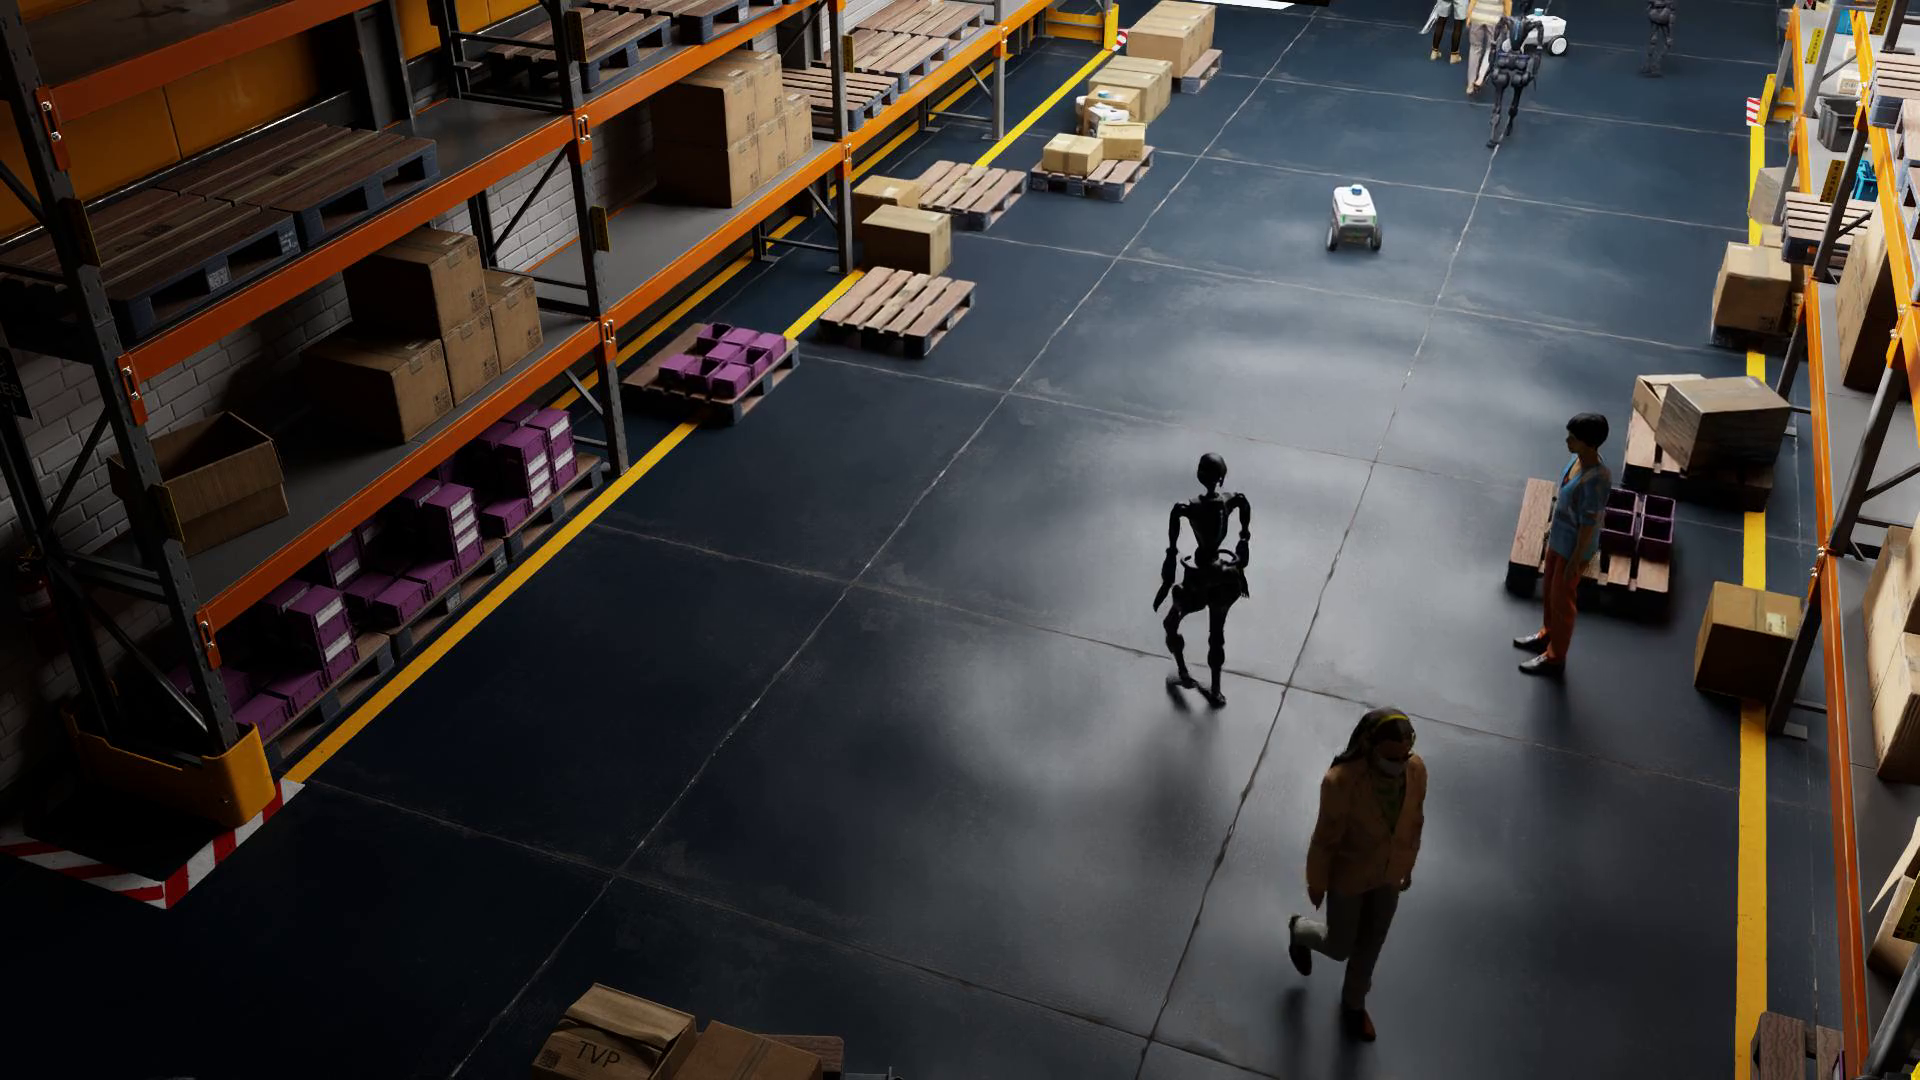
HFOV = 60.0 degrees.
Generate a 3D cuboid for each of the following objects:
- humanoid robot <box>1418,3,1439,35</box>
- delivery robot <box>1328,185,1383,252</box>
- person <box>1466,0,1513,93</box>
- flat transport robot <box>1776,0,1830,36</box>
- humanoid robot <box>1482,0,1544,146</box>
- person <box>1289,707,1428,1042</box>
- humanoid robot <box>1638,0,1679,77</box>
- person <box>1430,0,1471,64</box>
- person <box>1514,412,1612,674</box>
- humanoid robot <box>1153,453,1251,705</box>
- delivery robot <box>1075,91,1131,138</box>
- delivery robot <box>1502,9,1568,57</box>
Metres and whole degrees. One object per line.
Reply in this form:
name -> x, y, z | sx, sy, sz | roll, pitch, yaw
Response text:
humanoid robot -> 6.490, -7.684, 22.181 | 0.532, 1.775, 1.017 | 25, 40, 33
delivery robot -> 3.839, -3.149, 16.210 | 0.499, 0.603, 0.794 | 2, 33, 3
person -> 6.271, -6.176, 19.773 | 0.509, 1.754, 0.489 | 15, 36, 22
flat transport robot -> 11.443, -6.433, 21.548 | 0.659, 0.231, 1.431 | -7, 34, -11
humanoid robot -> 6.118, -5.233, 18.444 | 0.598, 1.625, 0.778 | 15, 36, 21
person -> 1.872, 1.513, 7.791 | 0.559, 1.860, 0.554 | -10, 34, -15
humanoid robot -> 8.659, -6.555, 20.436 | 0.381, 1.657, 0.585 | -3, 33, -4
person -> 6.223, -6.847, 20.875 | 0.532, 1.693, 0.320 | 25, 40, 33
person -> 3.726, 0.017, 10.193 | 0.330, 1.757, 0.507 | 2, 33, 3
humanoid robot -> 1.464, 0.246, 9.911 | 0.616, 1.645, 0.401 | -12, 35, -18
delivery robot -> 1.607, -4.709, 18.634 | 0.514, 0.614, 0.786 | -14, 36, -21
delivery robot -> 7.420, -6.546, 21.447 | 0.774, 0.581, 0.499 | -8, 34, -12
